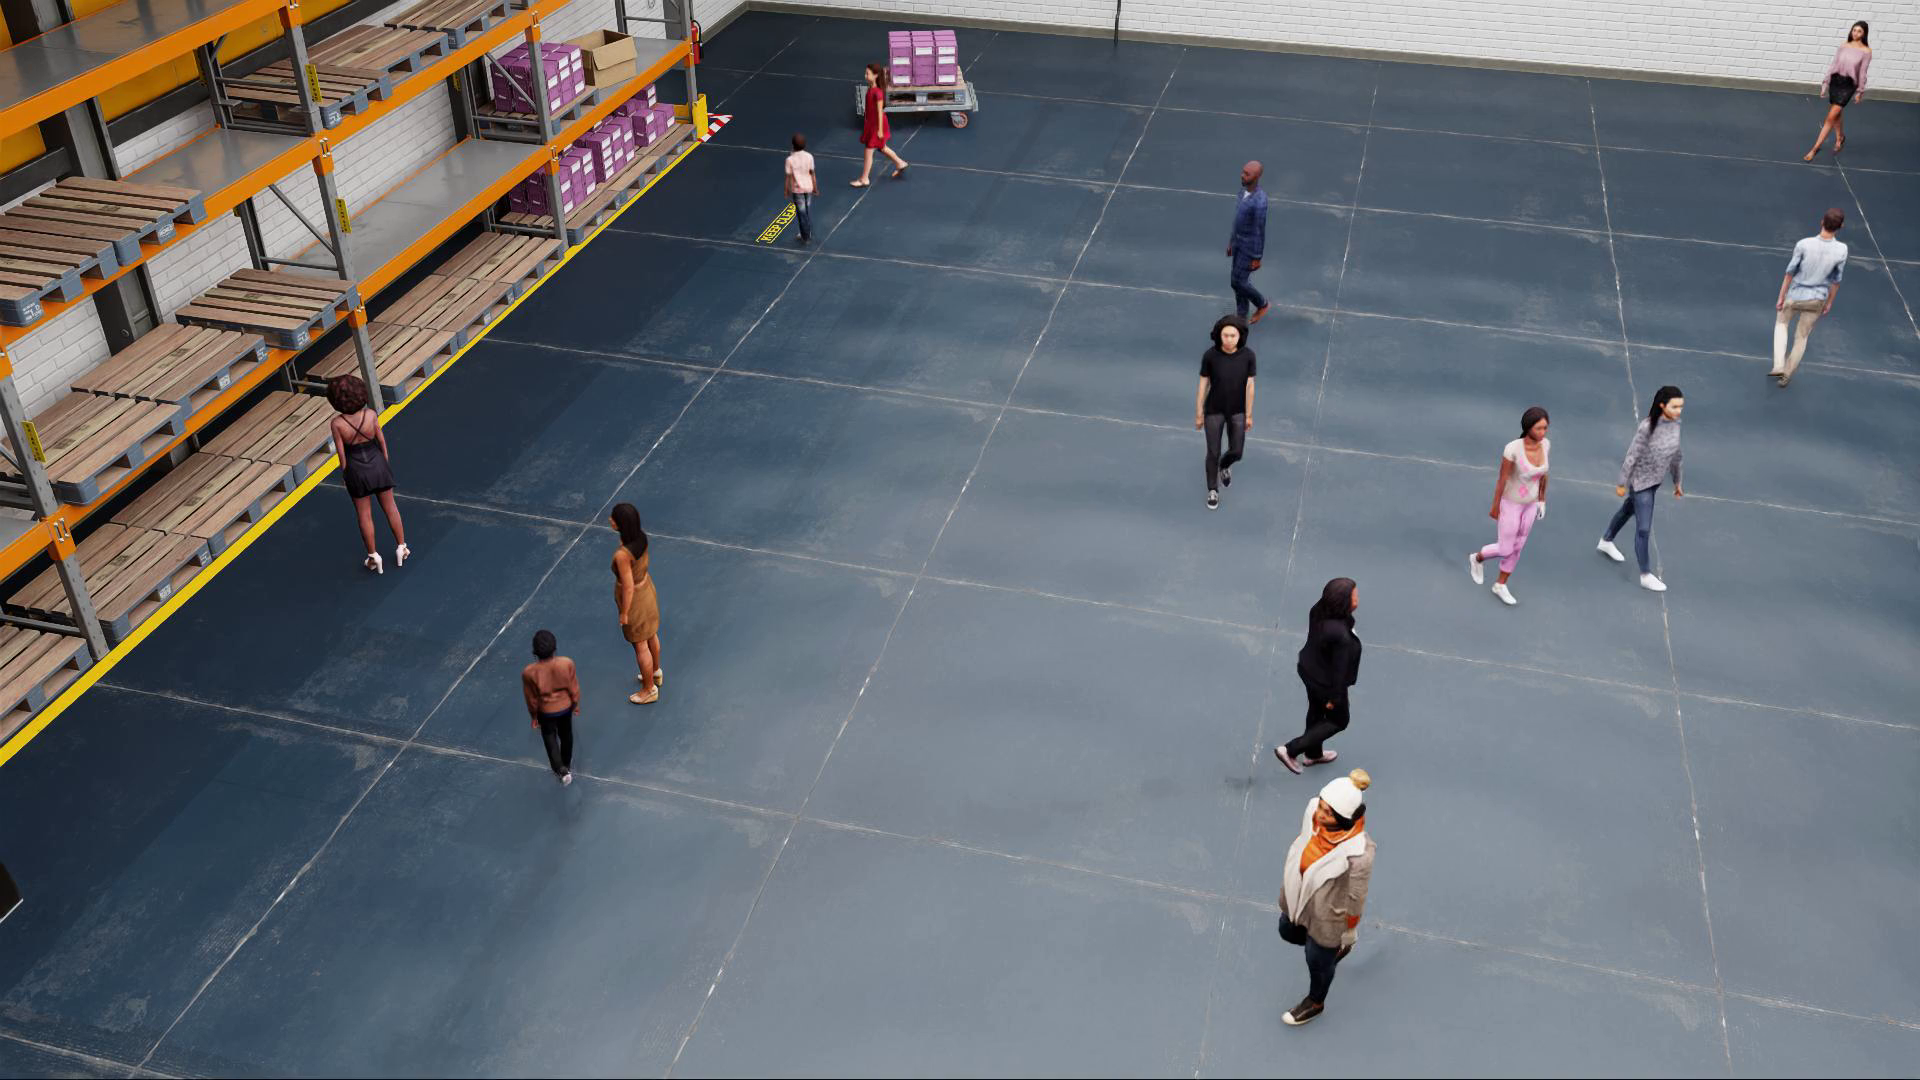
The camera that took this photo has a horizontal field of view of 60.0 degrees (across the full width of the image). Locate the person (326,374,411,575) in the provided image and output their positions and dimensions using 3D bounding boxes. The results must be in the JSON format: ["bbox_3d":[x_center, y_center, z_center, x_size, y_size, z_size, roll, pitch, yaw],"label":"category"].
[{"bbox_3d":[-4.803,-0.533,13.477,0.642,1.790,0.707,-20,38,-27],"label":"person"}]

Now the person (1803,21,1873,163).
[{"bbox_3d":[11.353,-5.748,21.348,1.194,1.761,1.067,-23,40,-30],"label":"person"}]

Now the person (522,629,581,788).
[{"bbox_3d":[-2.768,1.177,11.398,0.744,1.243,0.827,-13,36,-19],"label":"person"}]

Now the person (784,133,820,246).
[{"bbox_3d":[-1.800,-4.032,19.185,0.673,1.298,0.733,-16,37,-23],"label":"person"}]

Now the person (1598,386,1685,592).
[{"bbox_3d":[5.521,-0.522,13.542,1.043,1.700,1.139,-16,37,-22],"label":"person"}]

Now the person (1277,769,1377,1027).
[{"bbox_3d":[2.179,2.008,9.577,1.001,1.874,0.946,-15,36,-21],"label":"person"}]

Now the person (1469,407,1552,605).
[{"bbox_3d":[4.375,-0.315,13.201,0.786,1.732,0.858,-14,36,-19],"label":"person"}]

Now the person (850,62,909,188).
[{"bbox_3d":[-0.978,-5.178,20.704,0.957,1.525,1.021,-9,35,-14],"label":"person"}]

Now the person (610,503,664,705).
[{"bbox_3d":[-2.350,0.449,12.089,0.652,1.690,0.496,3,34,4],"label":"person"}]

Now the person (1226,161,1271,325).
[{"bbox_3d":[3.056,-3.080,17.292,0.878,1.808,0.816,-9,35,-13],"label":"person"}]

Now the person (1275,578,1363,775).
[{"bbox_3d":[2.424,0.958,11.402,0.893,1.603,0.861,-9,35,-13],"label":"person"}]

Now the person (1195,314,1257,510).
[{"bbox_3d":[2.299,-1.168,14.405,0.715,1.820,0.769,3,34,4],"label":"person"}]

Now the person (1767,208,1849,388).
[{"bbox_3d":[8.178,-2.298,16.091,0.695,1.835,0.711,13,36,18],"label":"person"}]
